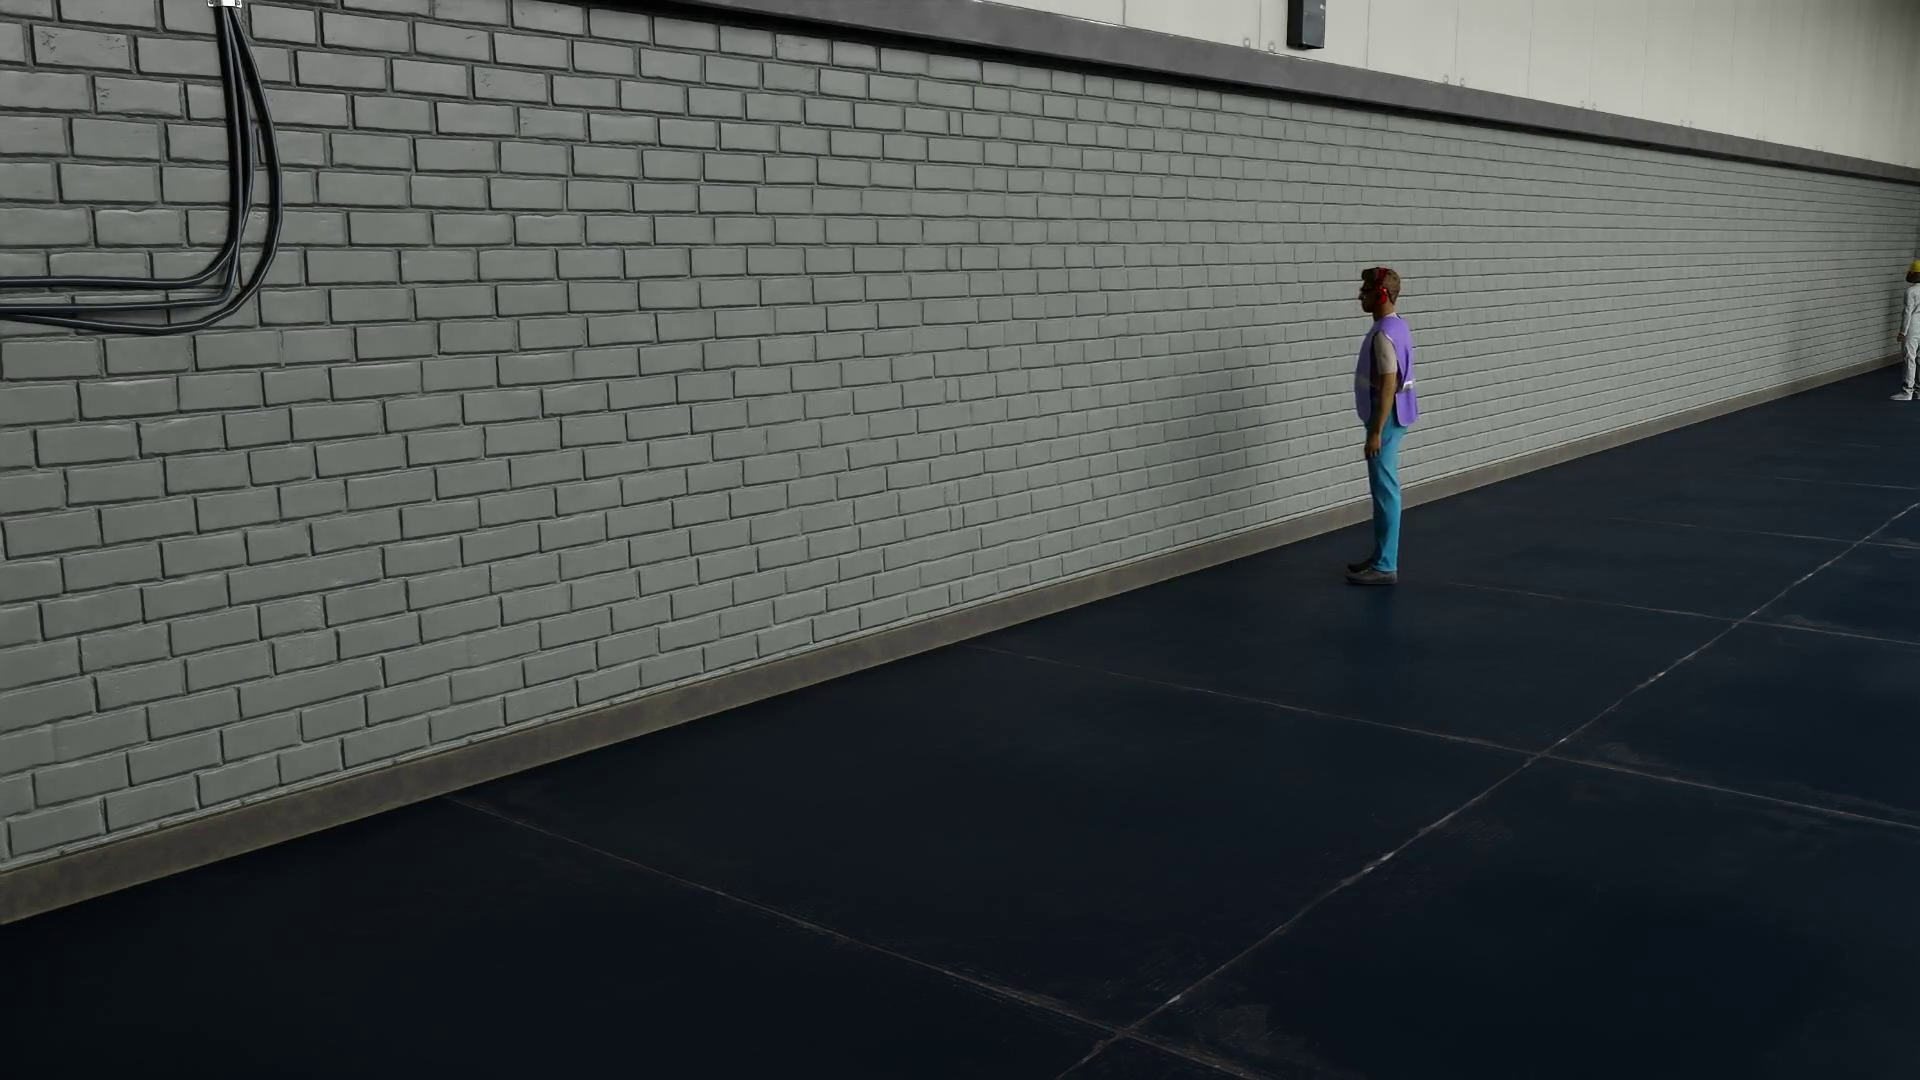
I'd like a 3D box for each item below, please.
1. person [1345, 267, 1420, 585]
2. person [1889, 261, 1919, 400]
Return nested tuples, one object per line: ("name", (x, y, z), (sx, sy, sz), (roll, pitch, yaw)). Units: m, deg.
("person", (2.487, -0.667, 9.748), (0.392, 1.846, 0.564), (3, 11, 18))
("person", (11.988, -2.631, 20.916), (0.484, 1.744, 0.294), (-5, 11, -25))
